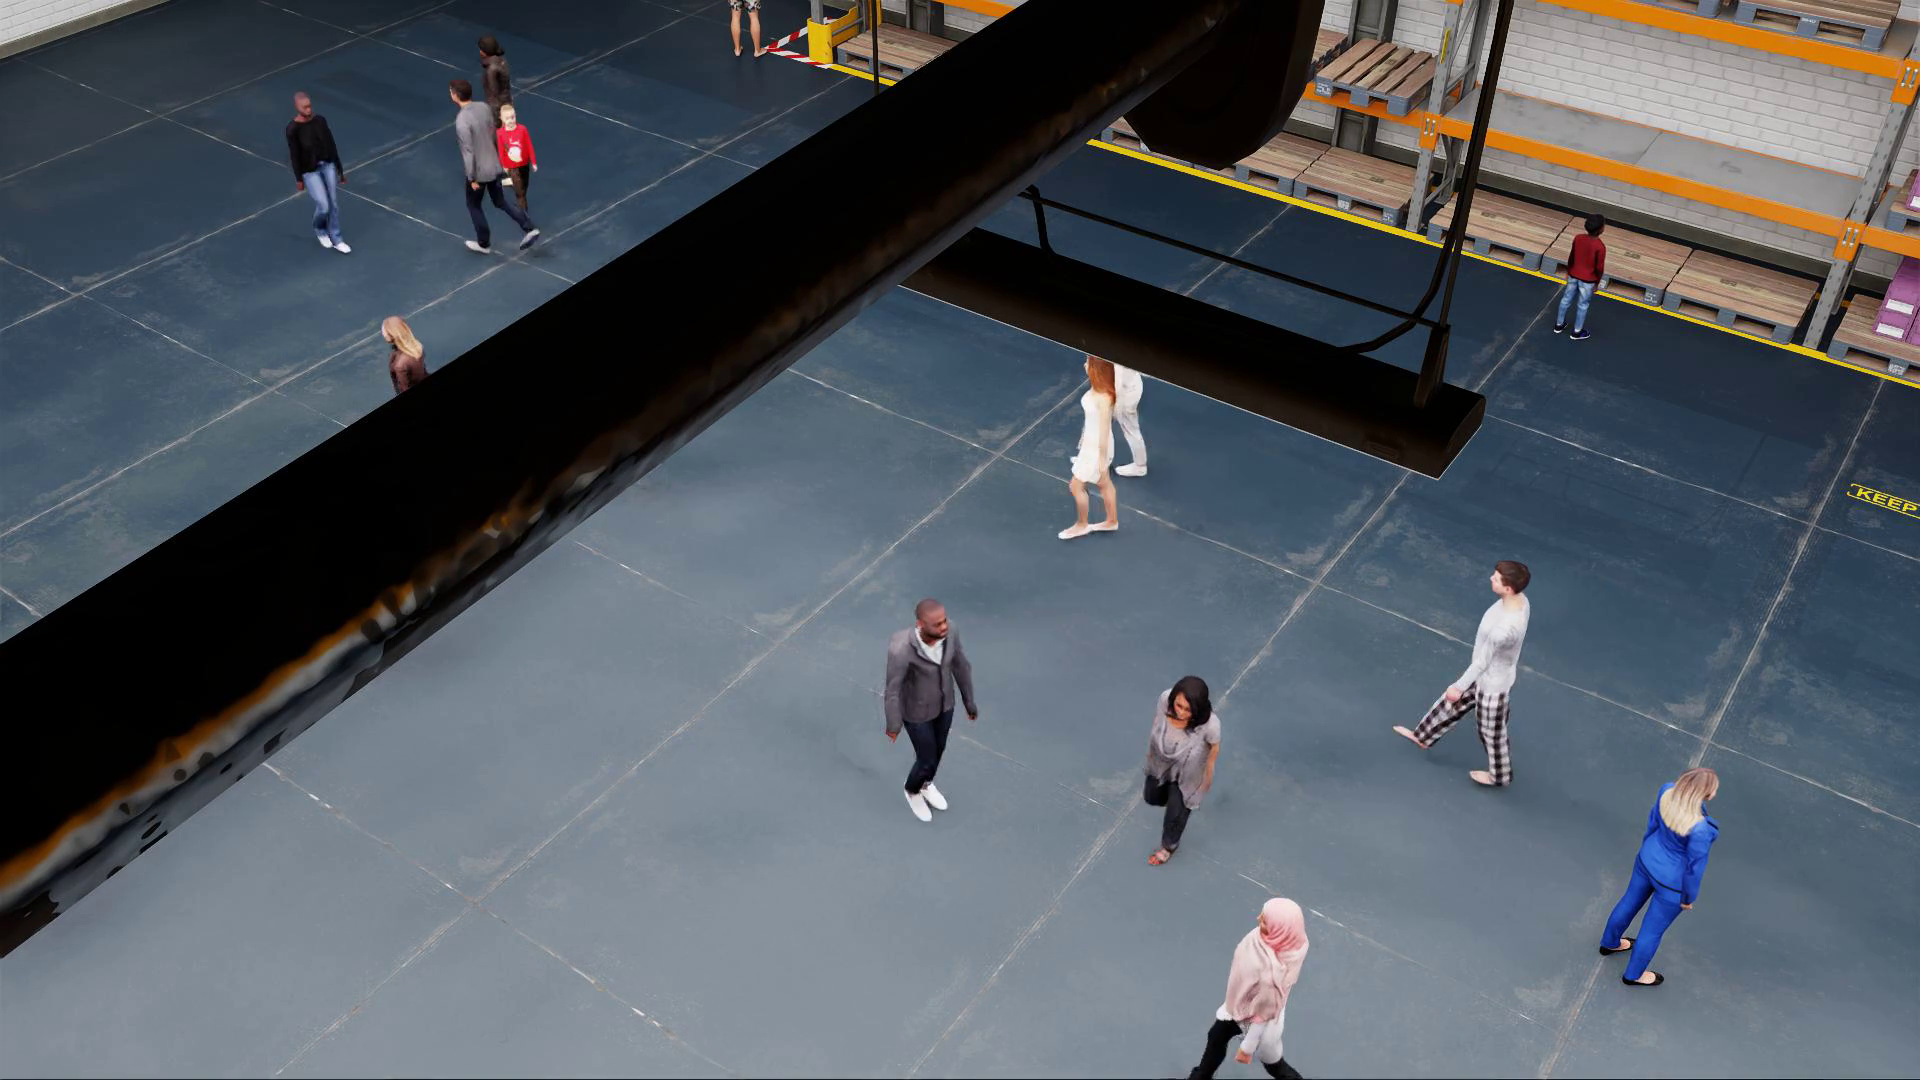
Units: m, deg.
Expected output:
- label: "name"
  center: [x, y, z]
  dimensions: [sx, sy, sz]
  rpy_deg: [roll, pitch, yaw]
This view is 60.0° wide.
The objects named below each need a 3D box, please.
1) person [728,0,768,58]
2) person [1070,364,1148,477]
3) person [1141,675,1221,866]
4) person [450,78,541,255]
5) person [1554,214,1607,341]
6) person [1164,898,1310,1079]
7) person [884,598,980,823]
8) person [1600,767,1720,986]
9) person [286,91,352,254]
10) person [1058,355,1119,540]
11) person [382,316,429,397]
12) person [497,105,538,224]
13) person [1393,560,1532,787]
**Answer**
- label: "person"
  center: [-2.706, -6.913, 20.635]
  dimensions: [0.655, 1.814, 0.808]
  rpy_deg: [6, 39, 8]
- label: "person"
  center: [1.416, -1.216, 13.627]
  dimensions: [1.018, 1.659, 0.912]
  rpy_deg: [3, 39, 4]
- label: "person"
  center: [1.428, 1.370, 10.446]
  dimensions: [0.780, 1.587, 0.785]
  rpy_deg: [-29, 47, -32]
- label: "person"
  center: [-4.672, -3.667, 16.550]
  dimensions: [1.113, 1.840, 0.839]
  rpy_deg: [12, 40, 15]
- label: "person"
  center: [5.815, -2.469, 15.517]
  dimensions: [0.614, 1.256, 0.496]
  rpy_deg: [-27, 46, -30]
- label: "person"
  center: [1.681, 2.556, 8.822]
  dimensions: [1.256, 1.759, 0.950]
  rpy_deg: [8, 39, 10]
- label: "person"
  center: [-0.267, 1.027, 10.702]
  dimensions: [0.812, 1.804, 0.720]
  rpy_deg: [-30, 47, -32]
- label: "person"
  center: [4.079, 1.930, 9.654]
  dimensions: [0.763, 1.700, 0.690]
  rpy_deg: [-9, 39, -11]
- label: "person"
  center: [-6.488, -3.717, 16.698]
  dimensions: [0.680, 1.734, 0.618]
  rpy_deg: [25, 45, 28]
- label: "person"
  center: [1.171, -0.737, 13.000]
  dimensions: [0.859, 1.692, 0.785]
  rpy_deg: [-2, 39, -3]
- label: "person"
  center: [-4.285, -1.051, 13.395]
  dimensions: [0.975, 1.691, 0.868]
  rpy_deg: [0, 39, 0]
- label: "person"
  center: [-4.627, -3.948, 17.365]
  dimensions: [0.743, 1.262, 0.964]
  rpy_deg: [-20, 43, -23]
- label: "person"
  center: [3.547, 0.928, 10.815]
  dimensions: [1.131, 1.817, 0.793]
  rpy_deg: [14, 41, 17]
